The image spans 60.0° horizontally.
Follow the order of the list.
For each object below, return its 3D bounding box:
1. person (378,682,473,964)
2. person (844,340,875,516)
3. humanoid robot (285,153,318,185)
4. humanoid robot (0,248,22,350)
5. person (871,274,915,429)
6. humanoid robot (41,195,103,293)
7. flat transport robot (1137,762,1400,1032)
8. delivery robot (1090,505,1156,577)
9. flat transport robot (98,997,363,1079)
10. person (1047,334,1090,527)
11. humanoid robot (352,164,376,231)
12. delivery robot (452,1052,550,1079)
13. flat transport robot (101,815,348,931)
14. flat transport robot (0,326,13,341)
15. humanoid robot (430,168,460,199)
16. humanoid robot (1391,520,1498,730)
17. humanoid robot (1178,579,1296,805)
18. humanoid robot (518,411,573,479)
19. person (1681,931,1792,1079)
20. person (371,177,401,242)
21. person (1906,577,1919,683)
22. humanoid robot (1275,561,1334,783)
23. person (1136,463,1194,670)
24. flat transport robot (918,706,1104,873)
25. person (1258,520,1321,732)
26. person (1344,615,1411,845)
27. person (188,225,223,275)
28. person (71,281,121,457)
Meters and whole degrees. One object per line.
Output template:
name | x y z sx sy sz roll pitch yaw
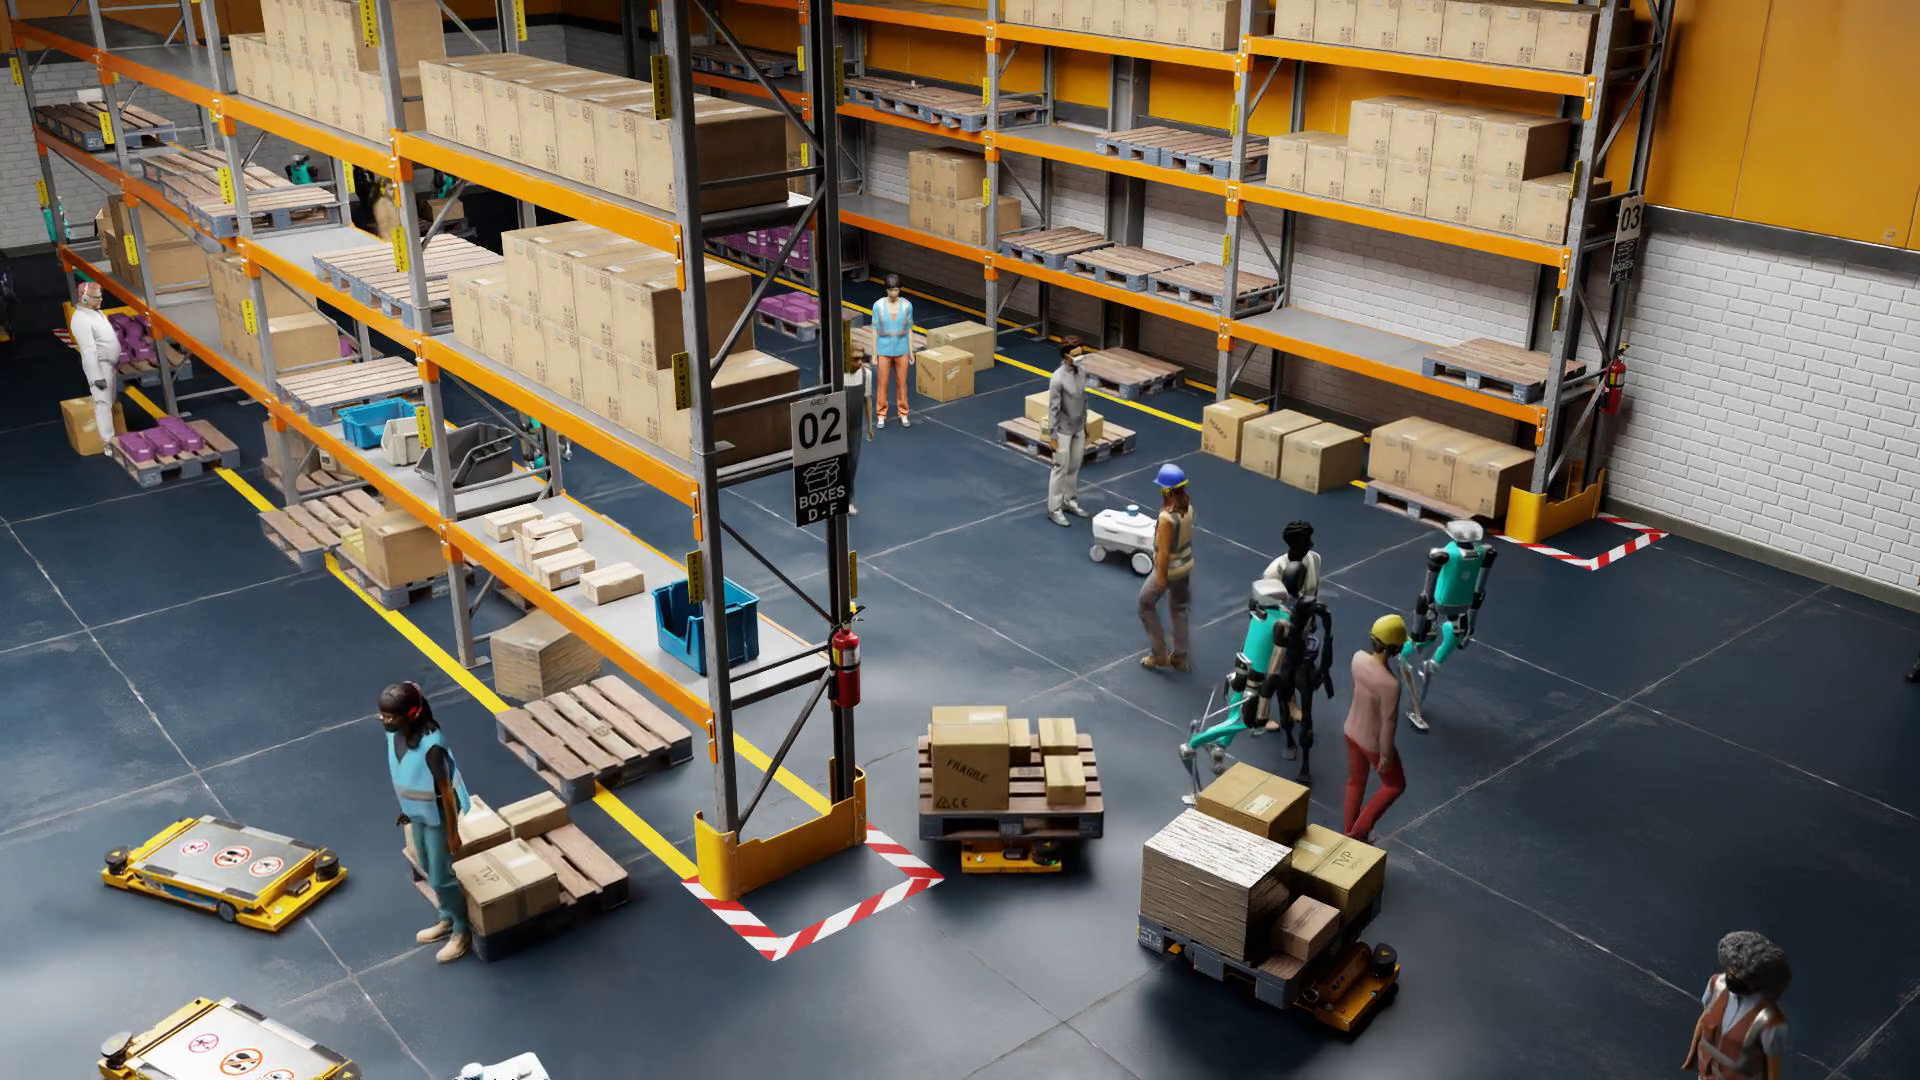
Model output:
person | -3.139 1.651 9.835 0.579 1.855 0.431 18 29 36
person | -1.093 -1.081 16.194 0.553 1.821 0.414 -16 28 -33
humanoid robot | -9.901 -5.163 25.789 0.533 1.772 0.995 7 24 17
humanoid robot | -12.393 -3.213 21.329 0.599 1.641 0.515 -6 24 -14
person | -0.754 -2.113 18.649 0.485 1.765 0.325 -4 24 -9
humanoid robot | -12.037 -3.879 22.728 0.681 1.759 0.538 -22 31 -40
flat transport robot | 1.844 2.435 10.004 1.431 0.231 0.659 18 29 35
delivery robot | 1.609 -0.011 15.333 0.803 0.614 0.499 14 27 30
flat transport robot | -3.922 2.879 8.976 1.431 0.231 0.659 13 27 28
person | 1.031 -1.079 16.104 0.399 1.892 0.554 20 30 38
humanoid robot | -10.013 -5.983 27.710 0.601 1.646 0.427 13 27 28
delivery robot | -2.457 2.933 8.476 0.758 0.583 0.499 -15 27 -30
flat transport robot | -4.749 2.122 10.730 1.431 0.231 0.659 9 25 20
flat transport robot | -13.269 -2.631 21.736 1.431 0.231 0.659 -21 31 -40
humanoid robot | -8.635 -5.993 27.661 0.998 1.733 0.547 12 26 25
humanoid robot | 3.513 0.661 12.413 0.551 1.897 0.746 -7 24 -15
humanoid robot | 1.785 1.112 11.230 0.961 1.729 0.531 -5 24 -12
humanoid robot | -4.112 -0.952 16.056 0.530 1.778 1.012 -18 29 -36
person | 3.757 2.553 7.970 0.680 1.657 0.485 -9 25 -20
person | -7.834 -4.140 23.233 0.629 1.849 0.586 5 24 11
person | 7.780 0.261 12.960 0.547 1.924 0.383 20 30 38
humanoid robot | 2.354 0.905 11.806 0.612 1.624 0.676 10 25 23
person | 1.657 0.225 13.245 0.481 1.763 0.481 18 29 35
flat transport robot | 0.322 1.818 11.434 0.659 0.231 1.431 0 23 -1
person | 2.453 0.624 12.406 0.528 1.688 0.321 -15 28 -31
person | 2.701 1.279 10.816 0.376 1.756 0.525 -10 25 -22
person | -10.304 -3.915 22.876 0.573 1.721 0.508 -21 31 -40
person | -9.185 -1.836 17.840 0.410 1.902 0.638 -7 24 -15
